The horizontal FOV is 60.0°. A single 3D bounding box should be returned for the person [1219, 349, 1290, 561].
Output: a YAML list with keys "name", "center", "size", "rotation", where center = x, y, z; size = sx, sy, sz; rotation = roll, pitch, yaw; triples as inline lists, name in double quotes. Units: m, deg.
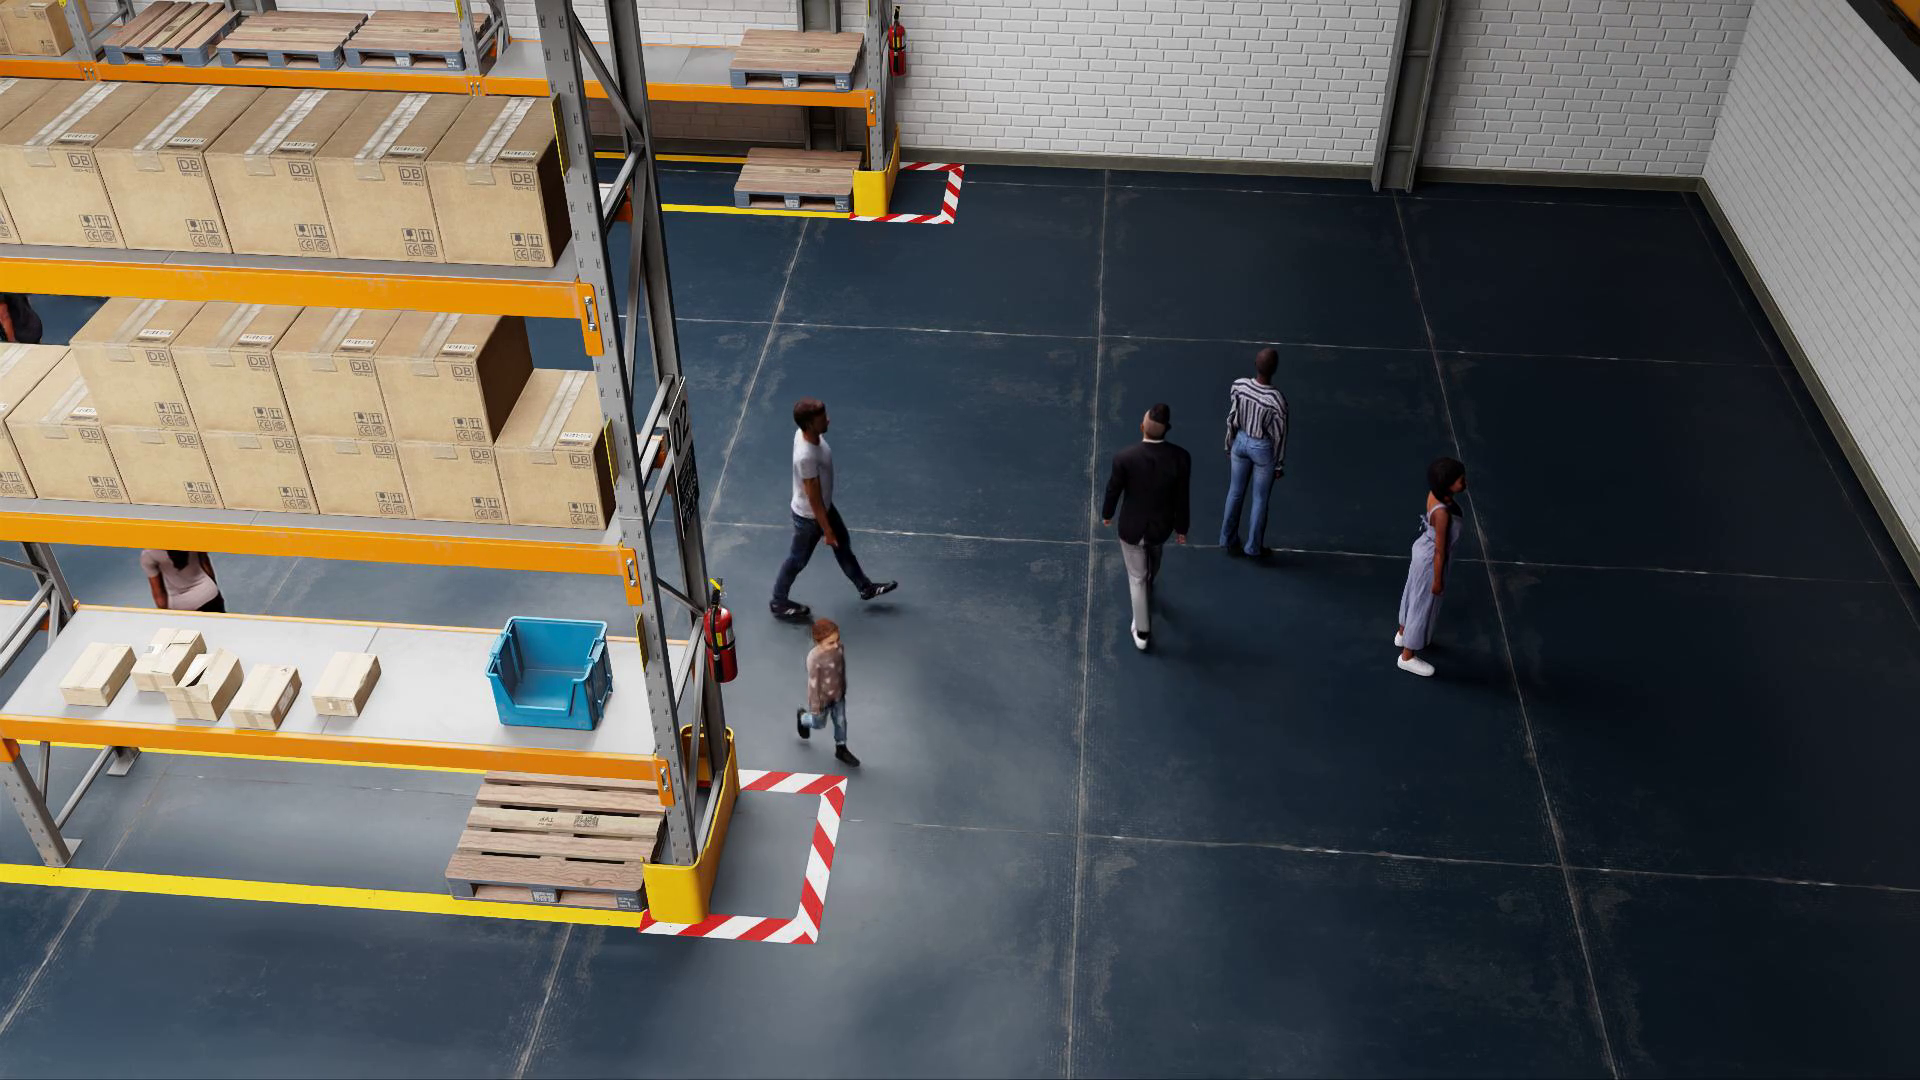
- name: "person"
  center: [2.157, -0.620, 12.166]
  size: [0.664, 1.795, 0.770]
  rotation: [27, 46, 30]

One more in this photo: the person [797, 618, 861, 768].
- name: "person"
  center: [-0.885, 0.955, 10.685]
  size: [0.745, 1.183, 0.817]
  rotation: [-30, 47, -32]

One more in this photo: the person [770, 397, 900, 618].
- name: "person"
  center: [-1.124, -0.180, 11.594]
  size: [1.167, 1.822, 0.714]
  rotation: [0, 39, 1]

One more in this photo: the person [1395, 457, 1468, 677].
- name: "person"
  center: [3.195, 0.149, 11.283]
  size: [0.545, 1.696, 0.594]
  rotation: [6, 39, 8]

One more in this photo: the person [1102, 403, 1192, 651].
- name: "person"
  center: [1.295, -0.064, 11.366]
  size: [1.041, 1.924, 0.905]
  rotation: [-3, 39, -3]
